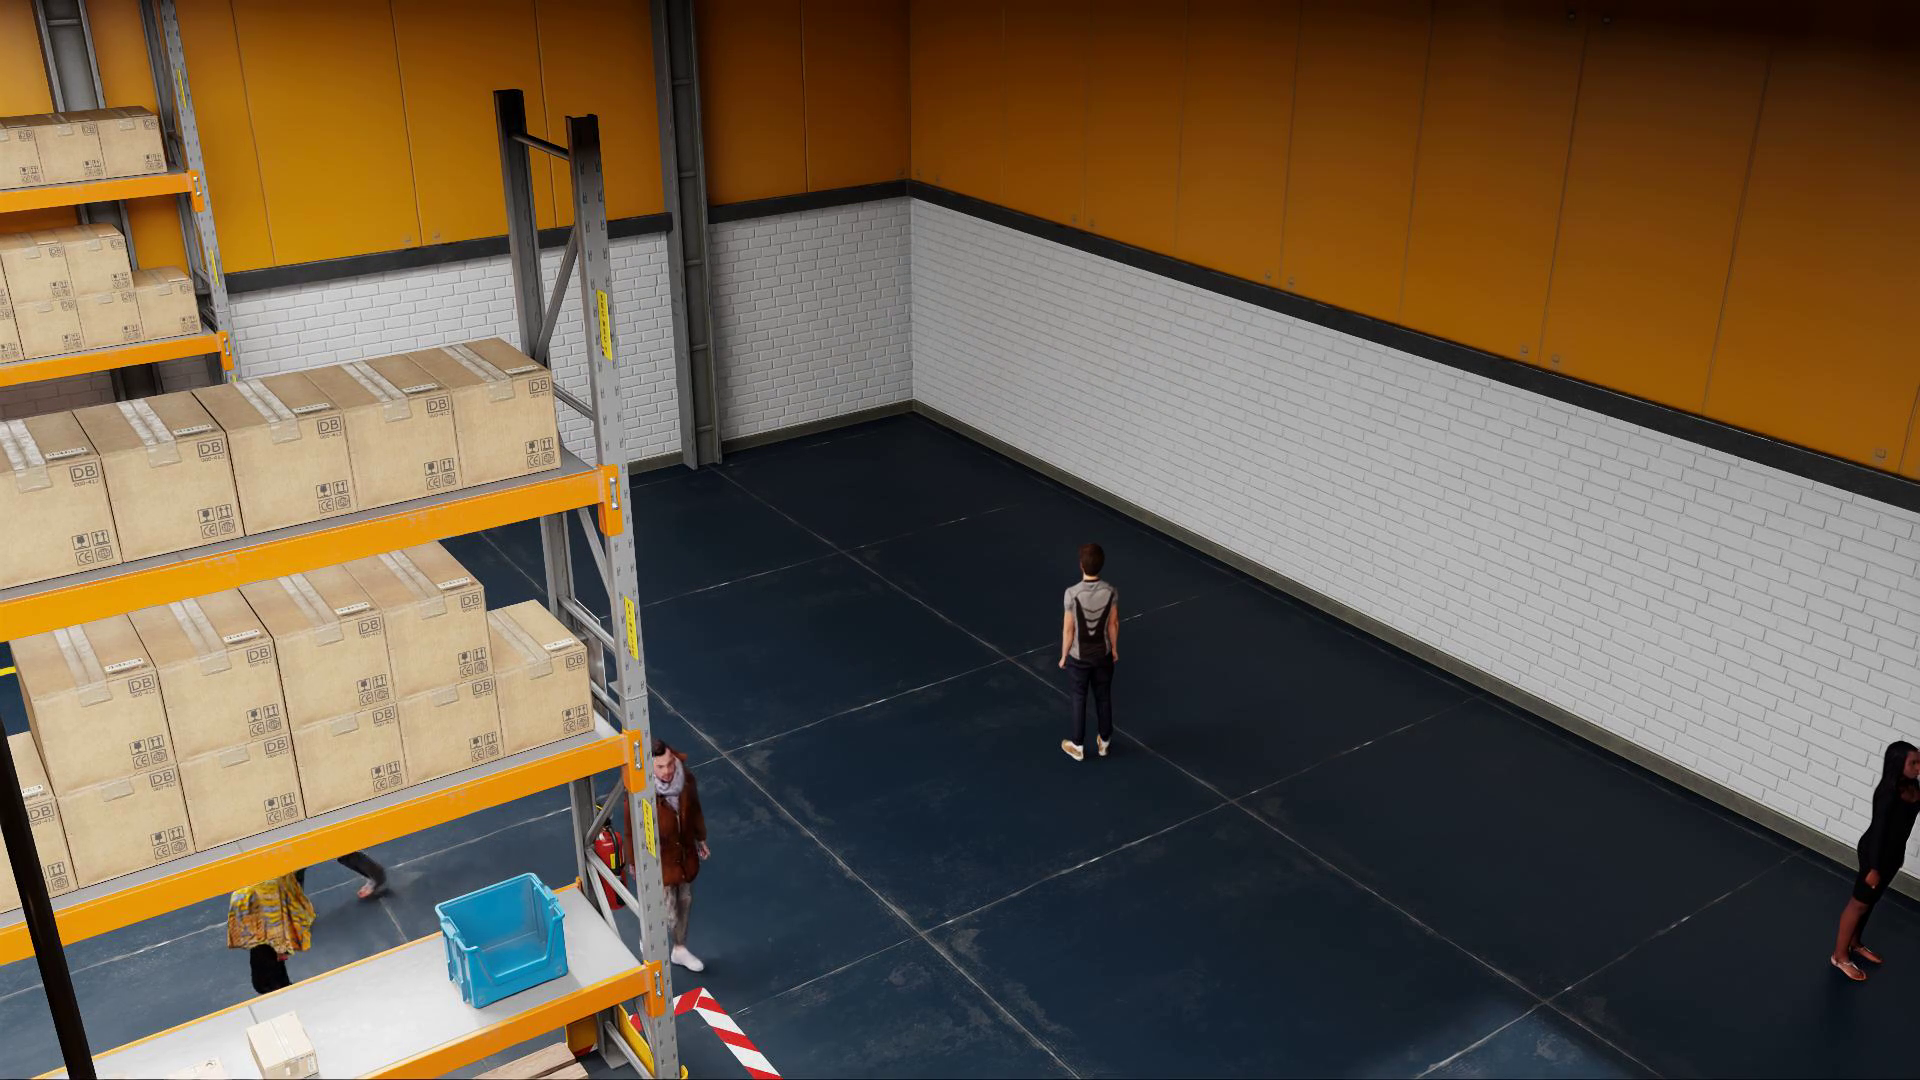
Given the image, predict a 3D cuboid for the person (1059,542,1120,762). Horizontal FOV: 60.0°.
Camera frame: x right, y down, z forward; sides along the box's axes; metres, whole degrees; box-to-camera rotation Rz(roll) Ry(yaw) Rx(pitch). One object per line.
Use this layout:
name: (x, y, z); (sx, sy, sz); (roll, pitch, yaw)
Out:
person: (1.065, 0.918, 13.653); (0.615, 1.892, 0.784); (-6, 24, -13)

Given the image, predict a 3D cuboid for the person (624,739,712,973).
person: (-2.002, 2.083, 11.072); (0.868, 1.822, 0.748); (17, 29, 34)

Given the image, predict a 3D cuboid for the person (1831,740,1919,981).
person: (6.162, 2.117, 11.123); (0.468, 1.719, 0.688); (-19, 30, -36)
